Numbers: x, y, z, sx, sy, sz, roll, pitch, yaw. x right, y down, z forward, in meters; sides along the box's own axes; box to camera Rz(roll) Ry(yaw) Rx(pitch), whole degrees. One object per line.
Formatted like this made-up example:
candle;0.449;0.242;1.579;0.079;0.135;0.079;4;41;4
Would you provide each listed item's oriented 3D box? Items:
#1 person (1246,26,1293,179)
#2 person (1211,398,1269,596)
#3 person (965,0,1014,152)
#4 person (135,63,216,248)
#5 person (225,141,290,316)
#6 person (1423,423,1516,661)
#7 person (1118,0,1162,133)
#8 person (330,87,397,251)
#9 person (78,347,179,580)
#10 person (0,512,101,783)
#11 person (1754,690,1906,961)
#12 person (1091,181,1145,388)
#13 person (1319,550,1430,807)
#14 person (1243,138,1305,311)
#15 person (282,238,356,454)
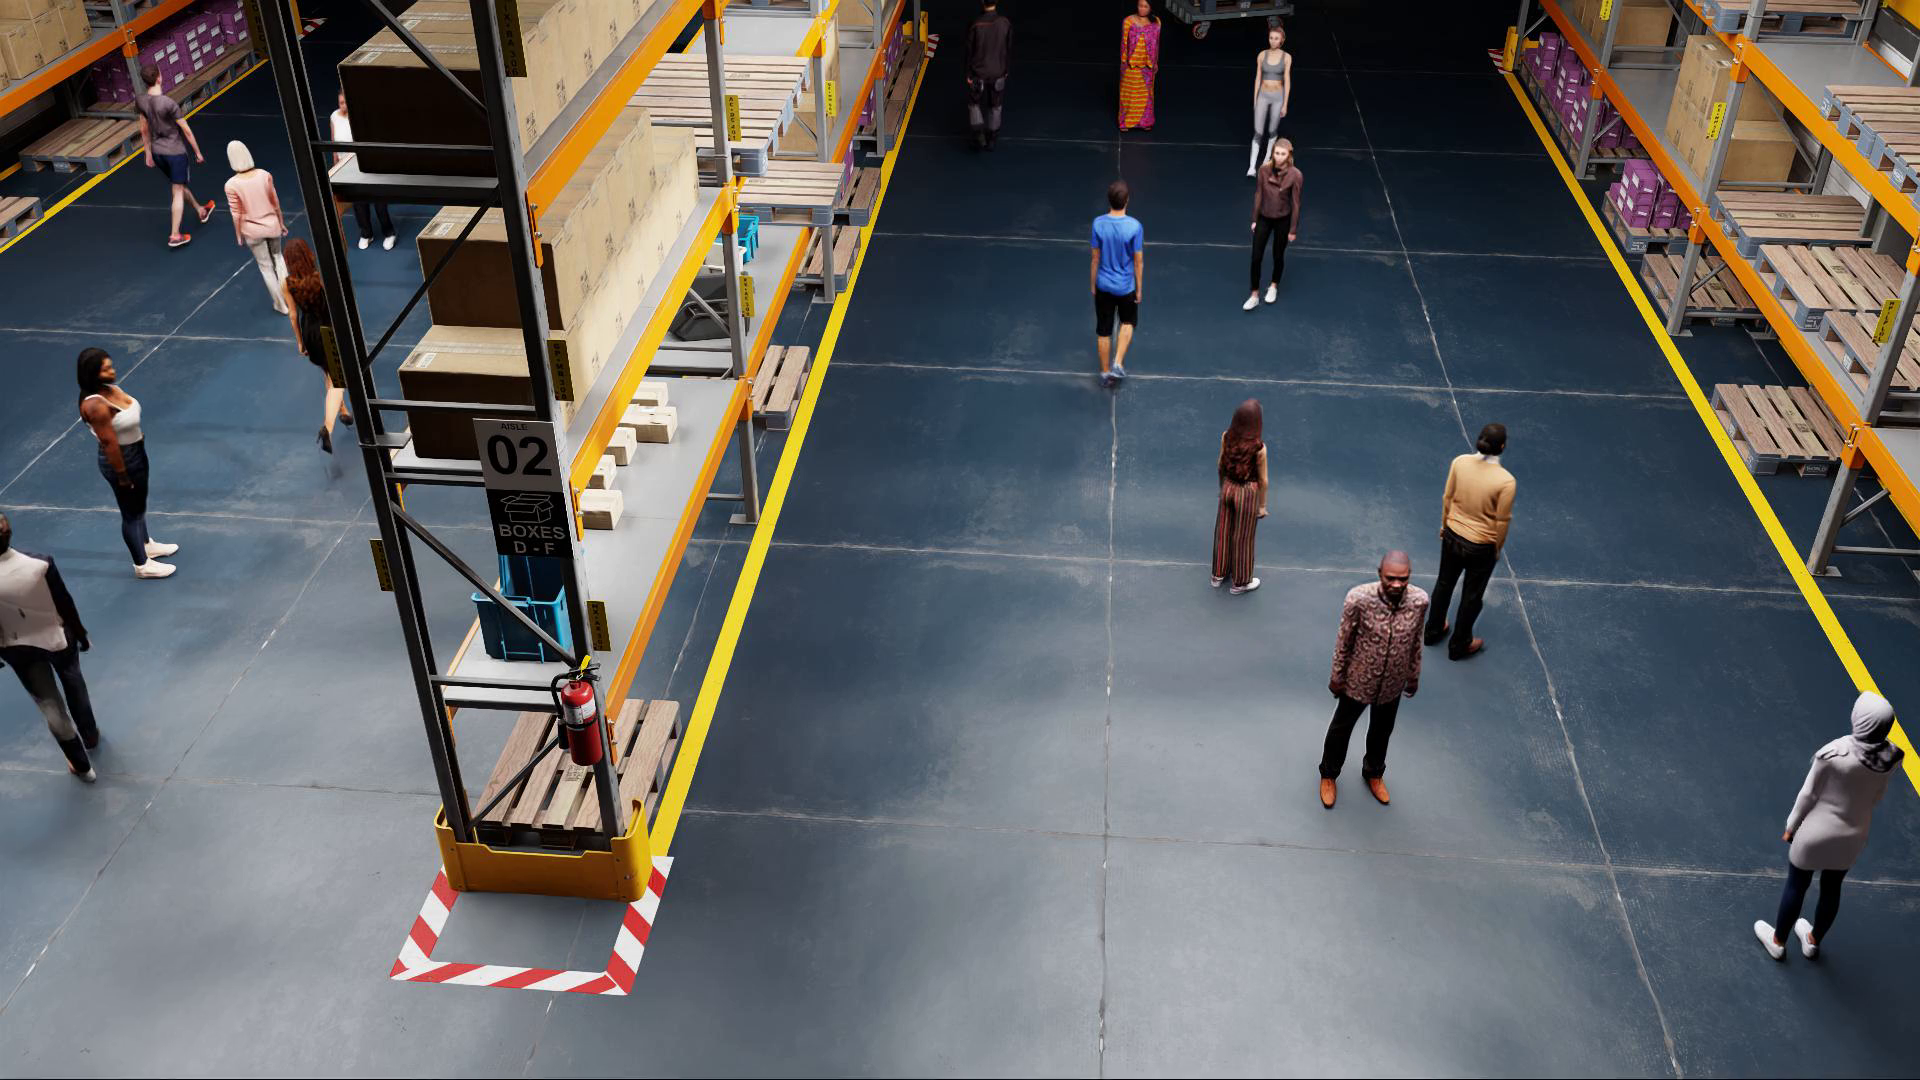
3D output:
person;3.542;-4.970;18.828;0.691;1.669;1.067;9;35;13
person;2.011;-0.325;11.935;0.638;1.562;0.682;28;43;35
person;0.345;-5.413;19.251;0.834;1.938;0.889;-6;34;-9
person;-8.172;-3.913;17.115;0.793;1.803;1.206;7;34;11
person;-6.558;-2.912;15.690;0.720;1.715;0.787;-27;42;-34
person;3.456;0.008;11.268;0.785;1.747;0.725;-25;41;-33
person;2.171;-5.772;20.017;0.691;1.688;0.712;-4;34;-5
person;-6.170;-3.868;17.154;0.658;1.686;0.632;4;34;7
person;-6.090;-0.569;12.081;0.779;1.808;0.659;-9;35;-13
person;-5.576;0.692;10.127;0.937;1.870;0.998;-23;40;-30
person;4.666;1.560;8.906;0.609;1.776;0.528;1;34;2
person;1.330;-2.162;14.433;0.686;1.857;0.697;10;35;14
person;2.497;0.808;10.010;0.723;1.807;0.627;-2;34;-3
person;3.045;-3.070;15.959;0.796;1.680;0.925;14;36;21
person;-5.195;-1.543;13.548;0.645;1.807;1.115;0;34;-1
